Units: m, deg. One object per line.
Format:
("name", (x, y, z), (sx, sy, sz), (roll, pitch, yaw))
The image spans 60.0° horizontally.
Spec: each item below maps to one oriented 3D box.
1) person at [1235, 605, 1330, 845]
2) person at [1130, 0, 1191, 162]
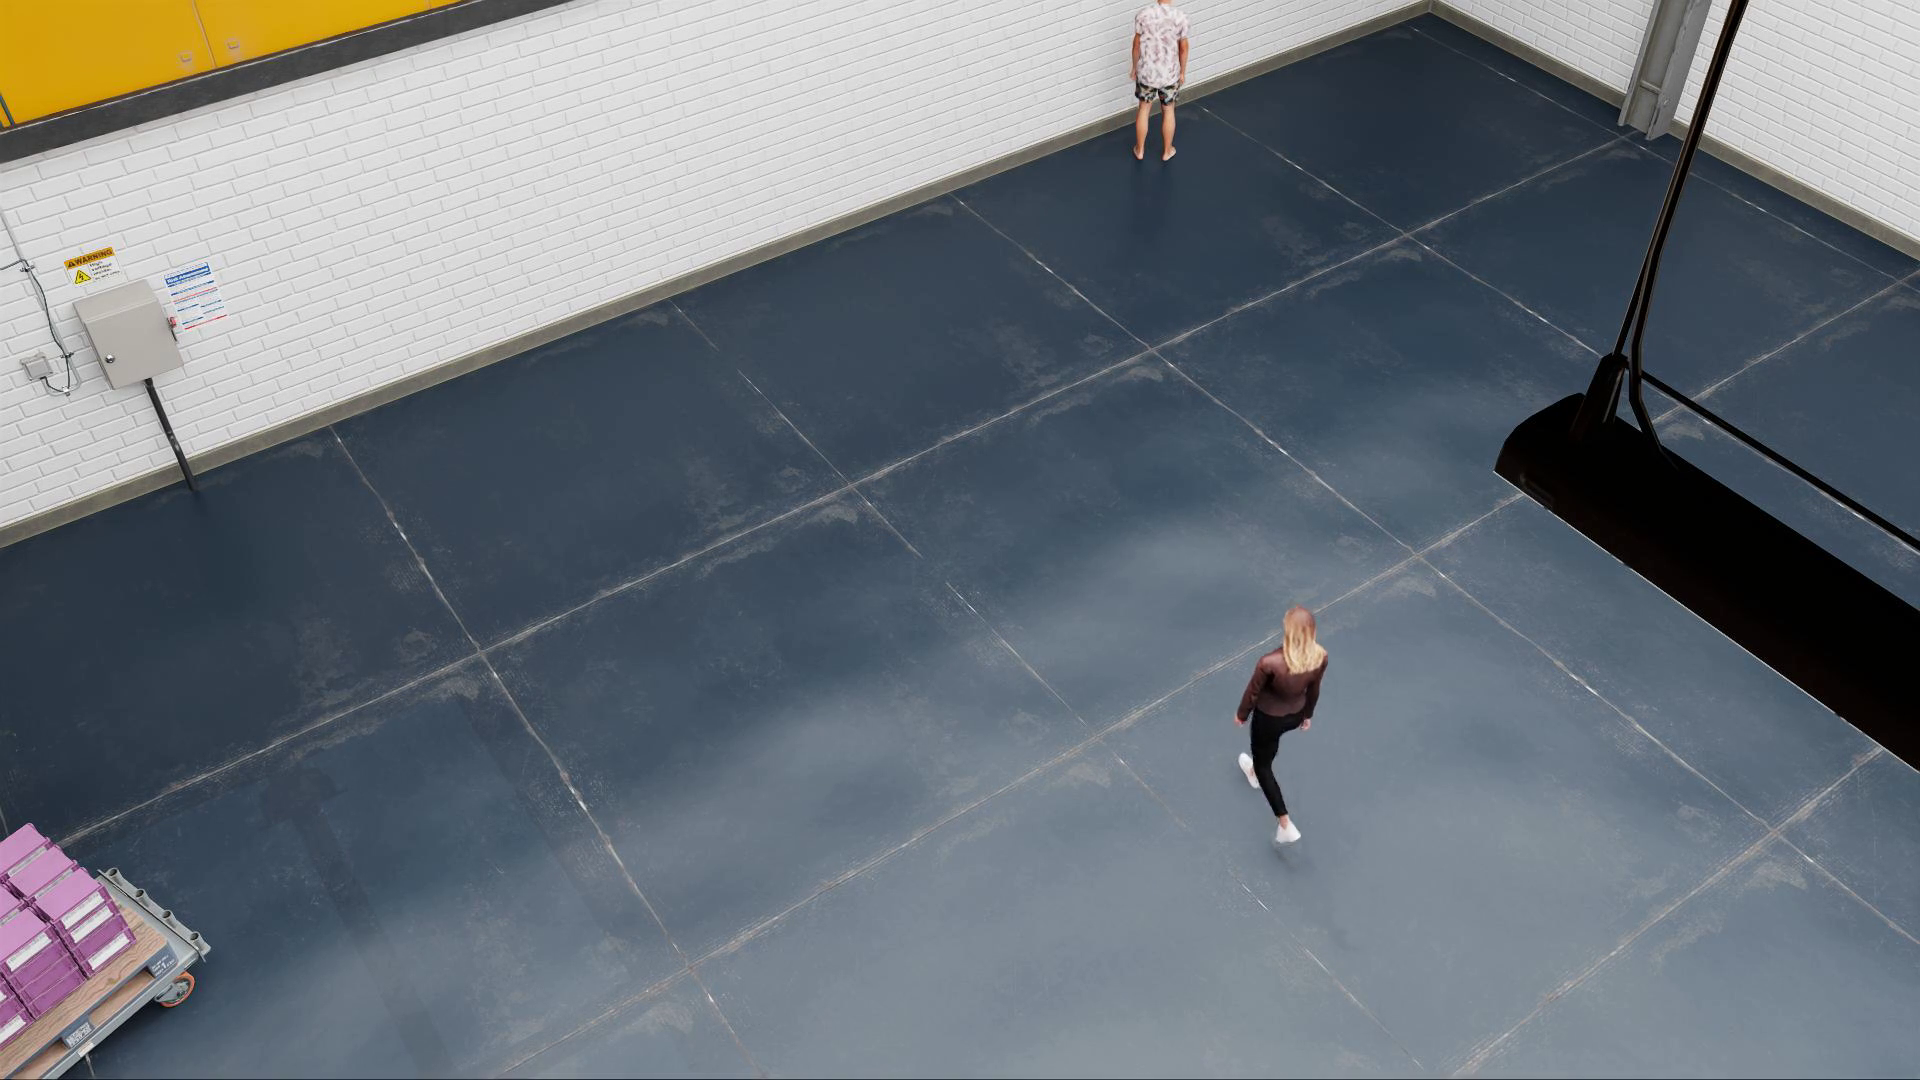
("person", (1.901, 1.101, 9.805), (0.786, 1.680, 1.111), (-15, 46, -15))
("person", (1.851, -4.387, 15.468), (0.737, 1.814, 0.796), (7, 44, 7))
